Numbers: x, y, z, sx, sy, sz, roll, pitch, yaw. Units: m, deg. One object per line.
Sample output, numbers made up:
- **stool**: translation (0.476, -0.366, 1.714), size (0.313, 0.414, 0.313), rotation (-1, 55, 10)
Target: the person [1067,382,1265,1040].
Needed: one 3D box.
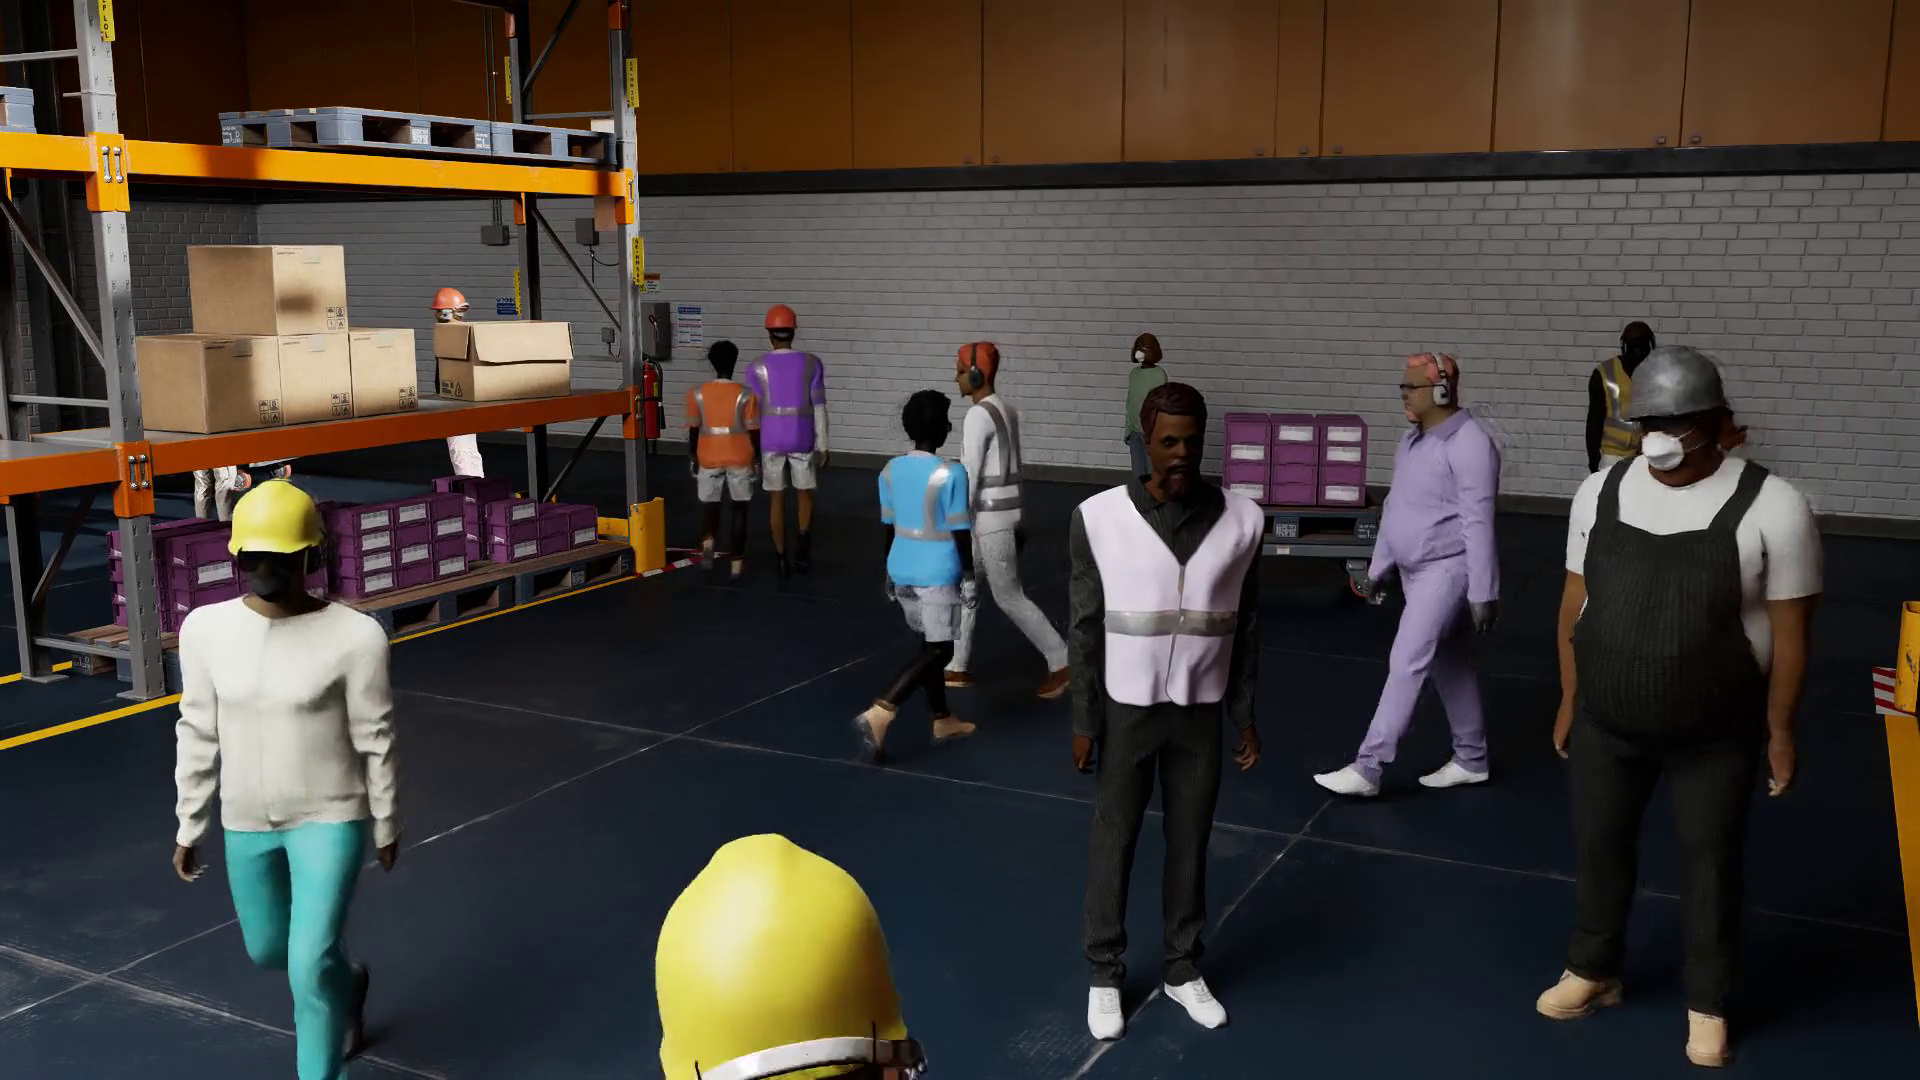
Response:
- **person**: translation (0.599, 0.491, 4.886), size (0.590, 1.919, 0.395), rotation (-2, 10, -11)

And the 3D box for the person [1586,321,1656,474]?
- **person**: translation (4.707, -0.622, 11.642), size (0.643, 1.814, 0.467), rotation (2, 10, 12)

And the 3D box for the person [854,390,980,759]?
- **person**: translation (-0.194, 0.158, 7.494), size (0.748, 1.675, 0.531), rotation (-8, 13, -40)

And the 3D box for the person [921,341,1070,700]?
- **person**: translation (0.223, -0.099, 8.537), size (0.930, 1.849, 0.573), rotation (2, 10, 12)

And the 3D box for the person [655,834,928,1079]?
- **person**: translation (-0.135, 1.167, 1.378), size (0.619, 1.790, 0.824), rotation (0, 10, 2)

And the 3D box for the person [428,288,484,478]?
- **person**: translation (-4.157, -1.077, 13.741), size (0.395, 1.992, 0.622), rotation (0, 10, 0)

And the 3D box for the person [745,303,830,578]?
- **person**: translation (-1.203, -0.678, 11.618), size (0.584, 1.926, 0.512), rotation (-1, 10, -7)

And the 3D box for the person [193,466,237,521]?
- **person**: translation (-5.740, -0.738, 12.802), size (0.514, 1.642, 0.310), rotation (4, 11, 23)

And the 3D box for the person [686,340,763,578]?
- **person**: translation (-1.638, -0.545, 11.548), size (0.547, 1.678, 0.462), rotation (1, 10, 5)

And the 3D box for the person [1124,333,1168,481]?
- **person**: translation (1.505, -0.866, 13.560), size (0.280, 1.636, 0.500), rotation (-6, 11, -29)

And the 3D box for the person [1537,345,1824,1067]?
- **person**: translation (2.013, 0.456, 4.734), size (0.711, 2.000, 0.535), rotation (9, 13, 42)

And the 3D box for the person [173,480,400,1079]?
- **person**: translation (-1.682, 0.684, 4.280), size (0.525, 1.736, 0.771), rotation (1, 10, 3)

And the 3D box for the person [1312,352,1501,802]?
- **person**: translation (1.855, 0.159, 6.933), size (0.926, 1.864, 0.680), rotation (-1, 10, -6)
